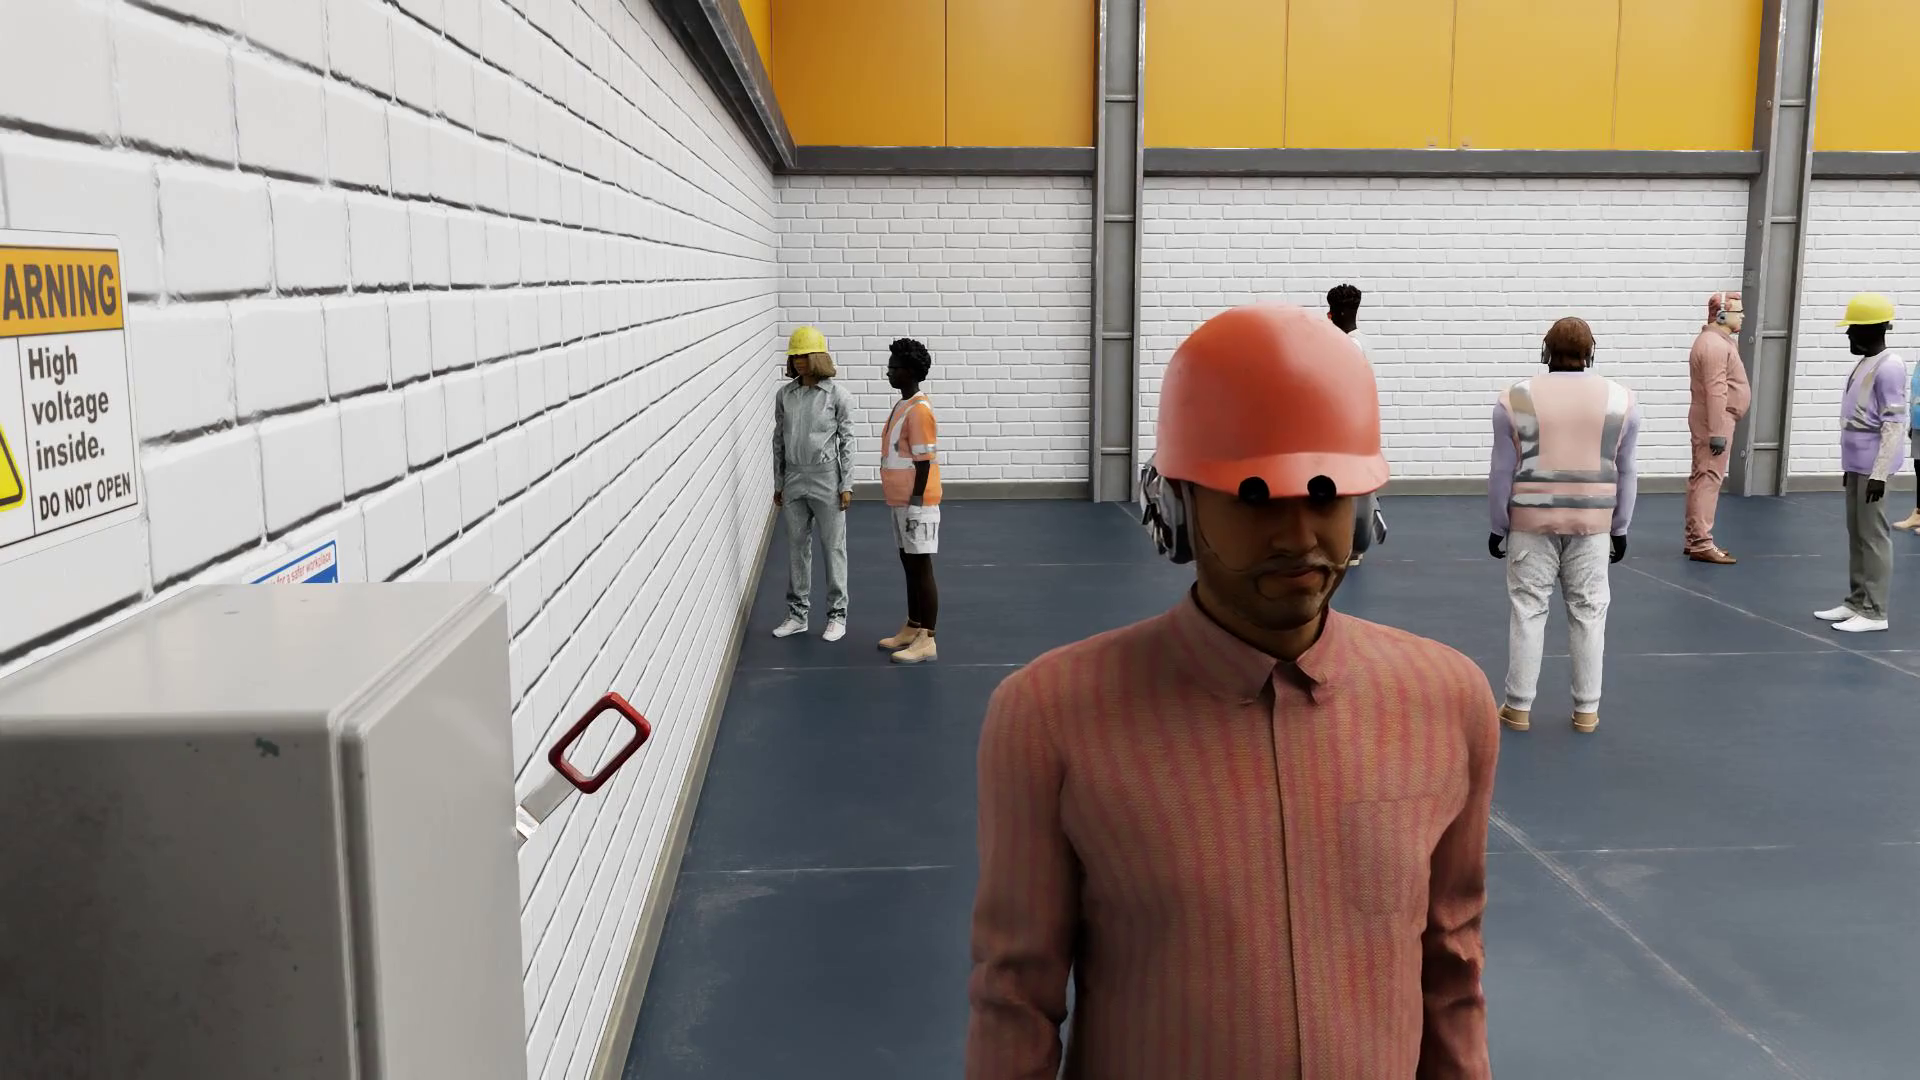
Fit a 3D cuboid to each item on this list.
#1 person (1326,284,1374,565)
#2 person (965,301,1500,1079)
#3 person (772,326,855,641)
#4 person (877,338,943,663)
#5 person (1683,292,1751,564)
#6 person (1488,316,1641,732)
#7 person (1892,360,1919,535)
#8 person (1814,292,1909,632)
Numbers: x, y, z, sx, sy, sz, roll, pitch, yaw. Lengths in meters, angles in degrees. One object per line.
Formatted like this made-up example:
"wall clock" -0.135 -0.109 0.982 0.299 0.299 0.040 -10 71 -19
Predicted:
"person" 2.704 -0.803 11.642 0.374 1.962 0.608 4 10 24
"person" 0.310 0.742 1.837 0.622 1.993 0.383 -2 9 -14
"person" -0.823 -0.306 9.211 0.492 1.742 0.323 4 10 23
"person" -0.262 -0.207 8.738 0.319 1.696 0.532 -2 9 -13
"person" 5.357 -0.795 11.770 0.408 1.908 0.643 3 10 18
"person" 2.651 -0.061 7.367 0.626 1.844 0.429 2 9 10
"person" 7.571 -0.881 12.968 0.317 1.695 0.540 0 9 2
"person" 5.140 -0.434 9.450 0.382 1.923 0.591 2 9 14
